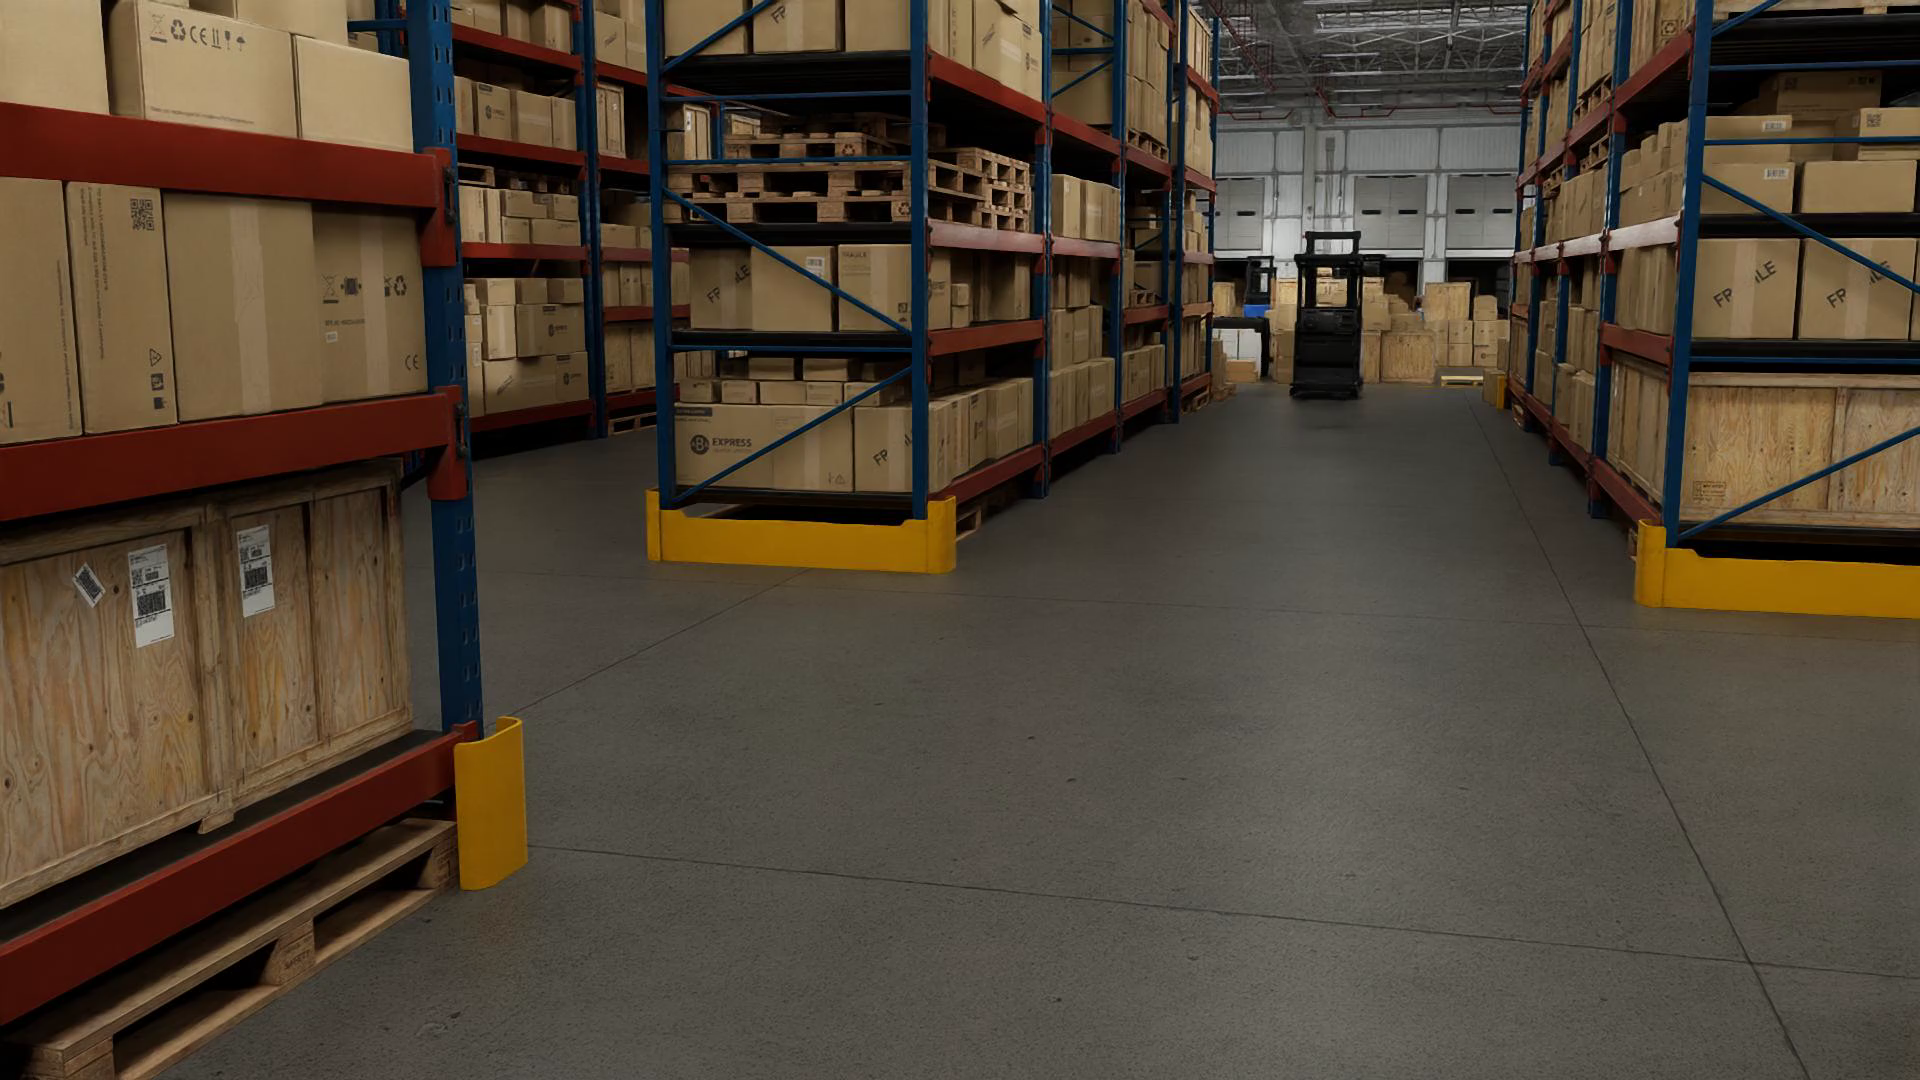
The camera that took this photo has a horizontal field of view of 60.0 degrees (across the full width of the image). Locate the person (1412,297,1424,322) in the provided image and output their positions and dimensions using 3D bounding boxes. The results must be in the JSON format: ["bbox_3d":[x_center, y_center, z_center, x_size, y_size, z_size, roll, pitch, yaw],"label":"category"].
[{"bbox_3d":[10.088,-4.526,36.524,0.644,1.622,0.520,1,9,3],"label":"person"}]

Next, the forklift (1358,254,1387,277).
[{"bbox_3d":[13.702,-8.146,55.528,1.129,2.768,1.873,8,12,43],"label":"forklift"}]

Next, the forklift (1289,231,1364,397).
[{"bbox_3d":[6.386,-3.911,28.621,1.129,2.768,1.873,3,9,18],"label":"forklift"}]

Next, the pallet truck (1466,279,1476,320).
[{"bbox_3d":[18.896,-8.459,60.307,1.885,1.965,0.823,5,10,31],"label":"pallet truck"}]

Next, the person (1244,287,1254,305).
[{"bbox_3d":[10.814,-8.564,61.922,0.530,1.697,0.322,4,10,26],"label":"person"}]

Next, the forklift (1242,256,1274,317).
[{"bbox_3d":[10.671,-8.733,59.254,1.129,2.768,1.873,2,9,15],"label":"forklift"}]
